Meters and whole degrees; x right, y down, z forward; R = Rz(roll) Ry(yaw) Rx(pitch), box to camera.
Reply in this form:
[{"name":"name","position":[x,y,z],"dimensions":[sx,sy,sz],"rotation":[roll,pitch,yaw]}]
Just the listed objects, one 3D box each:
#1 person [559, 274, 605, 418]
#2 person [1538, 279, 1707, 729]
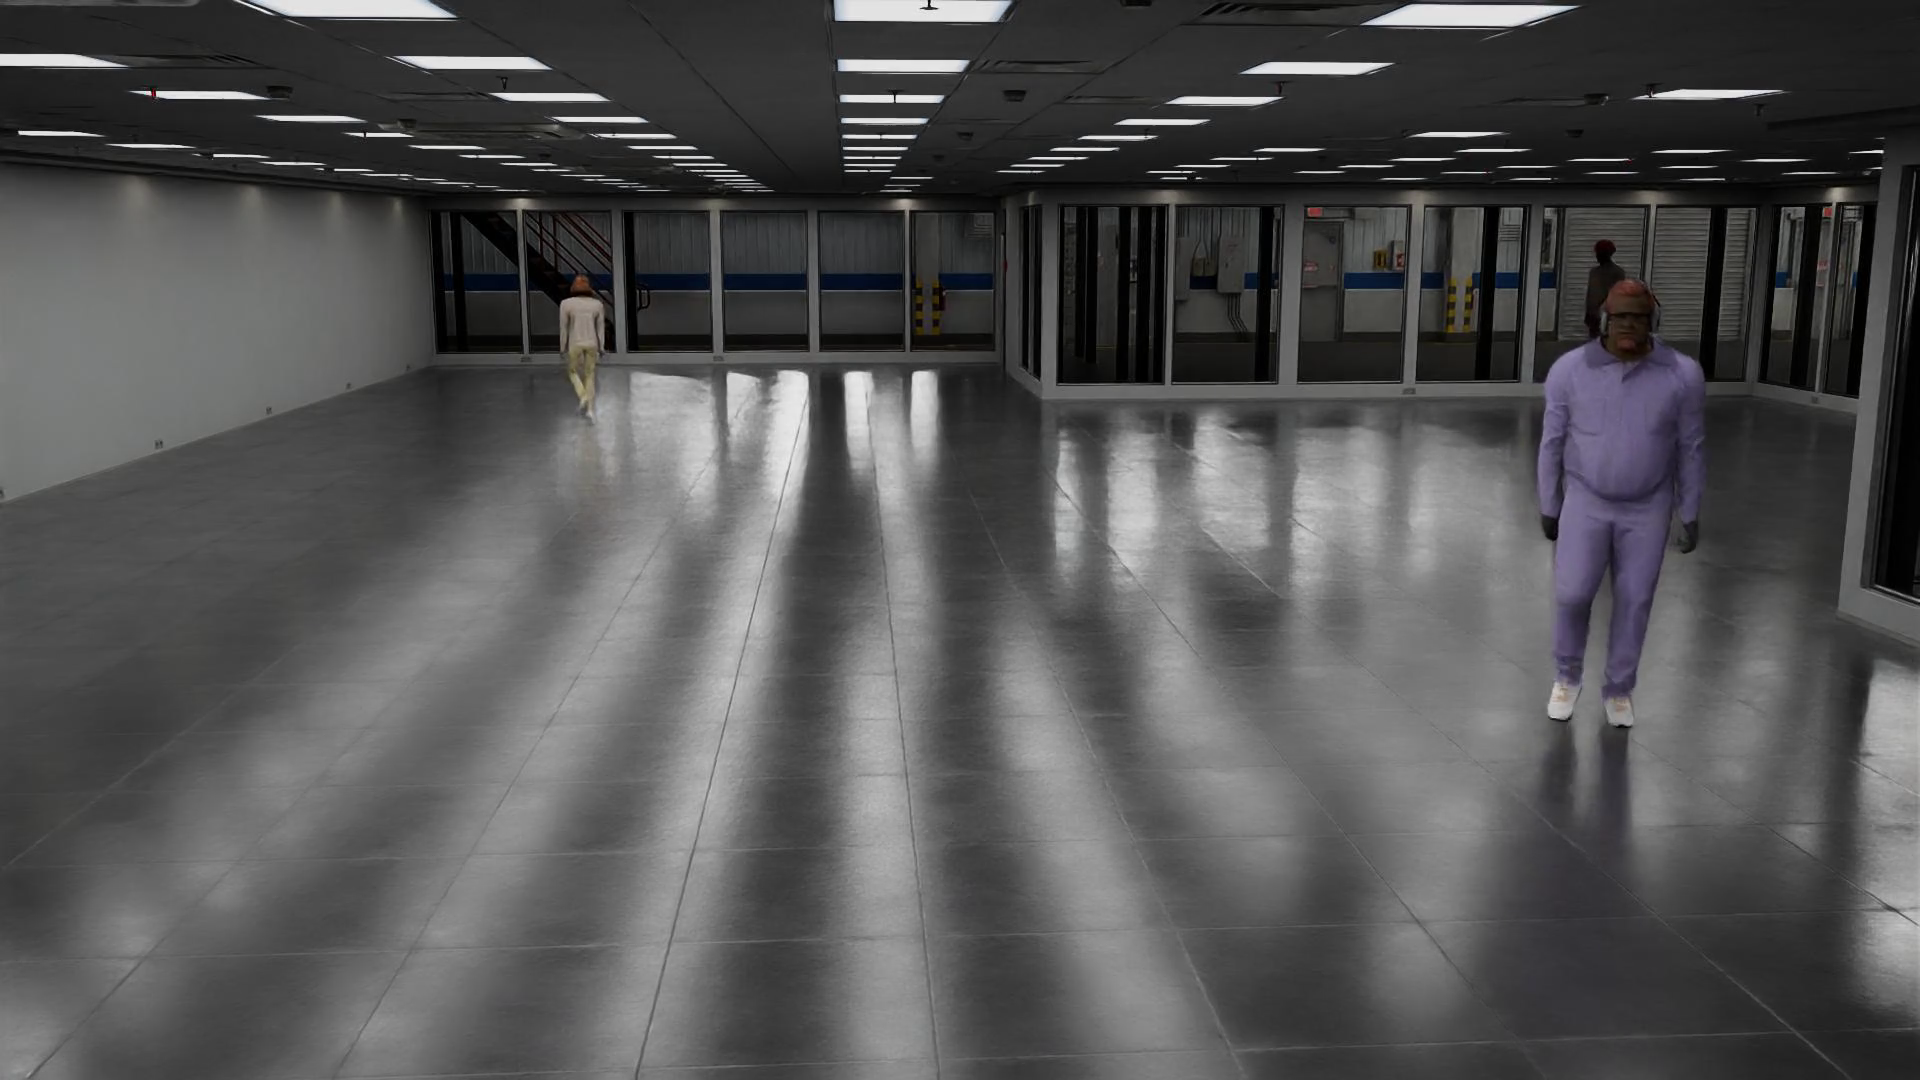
[{"name":"person","position":[-4.239,-2.169,18.646],"dimensions":[0.528,1.618,0.340],"rotation":[-5,12,-26]},{"name":"person","position":[2.764,-0.134,6.962],"dimensions":[0.653,1.893,0.475],"rotation":[3,11,16]}]
